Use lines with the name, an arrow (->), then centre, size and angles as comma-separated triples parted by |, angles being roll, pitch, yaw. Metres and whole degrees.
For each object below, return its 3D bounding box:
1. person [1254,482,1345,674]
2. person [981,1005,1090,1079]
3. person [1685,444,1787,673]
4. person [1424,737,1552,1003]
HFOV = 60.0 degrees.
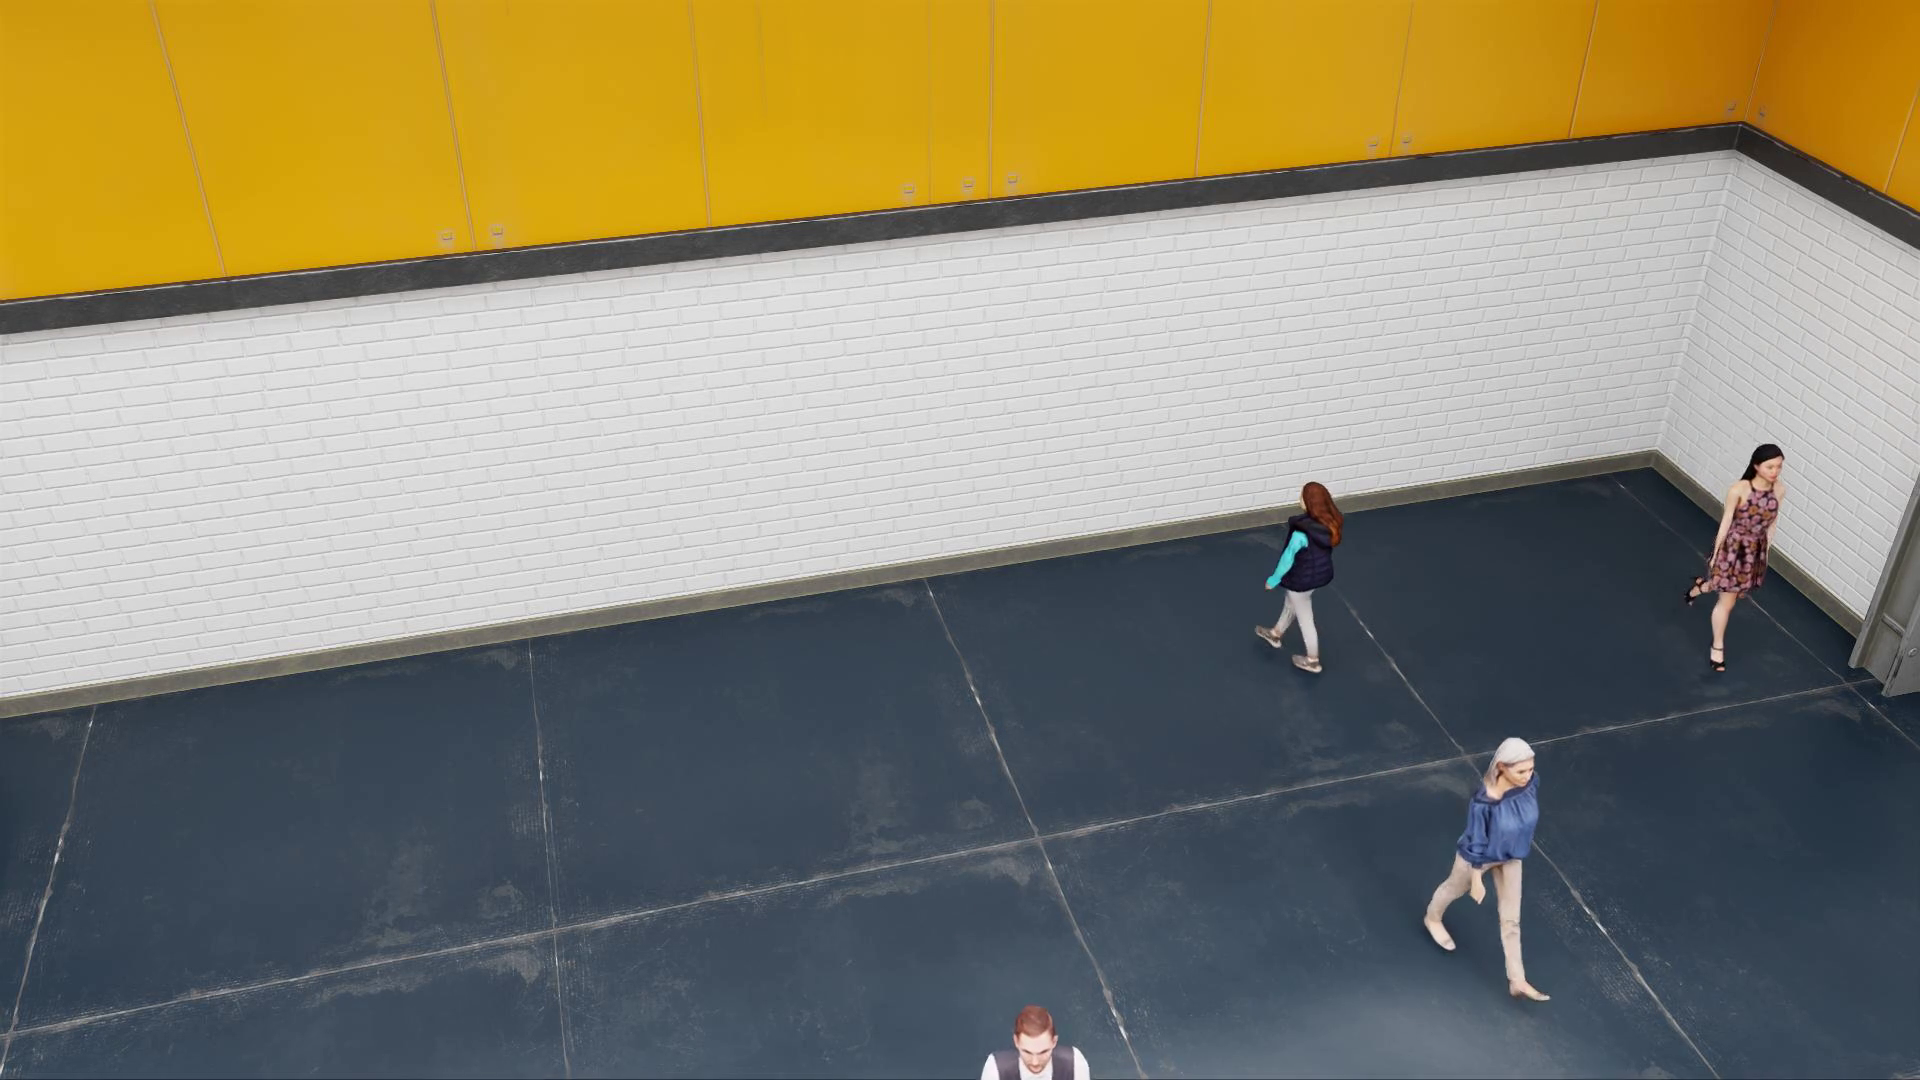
person -> 2.454, 0.289, 11.542 | 0.931, 1.479, 0.834 | 23, 40, 30
person -> 0.336, 2.714, 7.492 | 0.734, 1.924, 0.744 | -2, 34, -3
person -> 5.393, 0.069, 11.620 | 0.704, 1.760, 0.966 | -4, 34, -5
person -> 2.869, 1.720, 9.234 | 0.774, 1.650, 1.152 | -15, 37, -22
